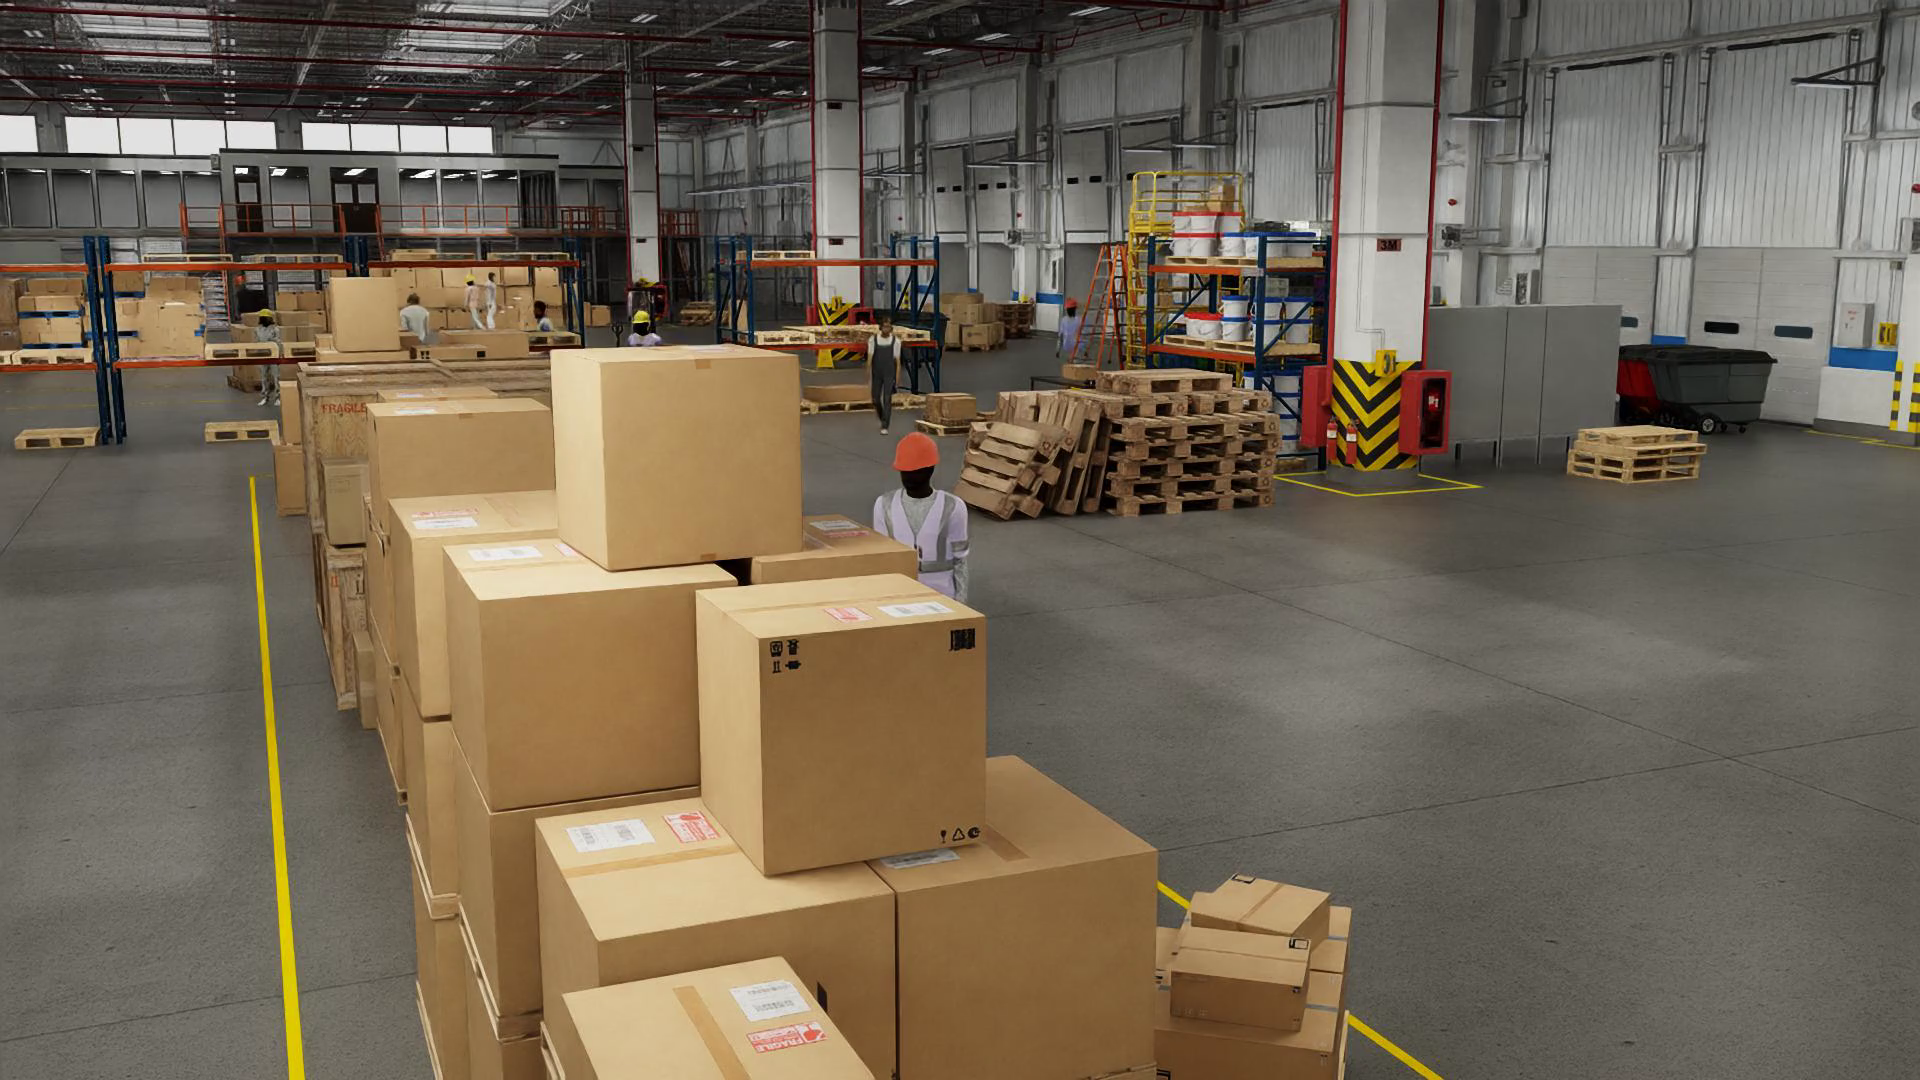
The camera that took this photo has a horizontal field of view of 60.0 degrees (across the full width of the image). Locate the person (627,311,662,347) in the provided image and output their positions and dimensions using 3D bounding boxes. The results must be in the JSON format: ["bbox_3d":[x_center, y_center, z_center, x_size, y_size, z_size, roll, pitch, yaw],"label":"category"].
[{"bbox_3d":[-4.706,-2.443,24.775,0.587,1.928,0.363,3,11,18],"label":"person"}]

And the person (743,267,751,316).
[{"bbox_3d":[-8.168,-9.582,64.094,0.354,1.939,0.545,-1,10,-5],"label":"person"}]

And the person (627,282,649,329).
[{"bbox_3d":[-8.748,-6.154,45.580,0.628,1.807,0.894,-4,11,-21],"label":"person"}]

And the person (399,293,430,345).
[{"bbox_3d":[-11.068,-4.035,33.679,0.645,1.882,1.019,-9,14,-40],"label":"person"}]

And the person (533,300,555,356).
[{"bbox_3d":[-7.411,-3.326,29.717,0.452,1.900,0.611,-2,10,-10],"label":"person"}]

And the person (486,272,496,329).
[{"bbox_3d":[-14.865,-7.530,52.785,0.351,1.936,0.635,-1,10,-6],"label":"person"}]

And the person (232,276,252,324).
[{"bbox_3d":[-19.658,-6.284,45.868,0.629,1.964,0.741,1,10,4],"label":"person"}]

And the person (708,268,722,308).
[{"bbox_3d":[-10.141,-10.351,68.732,0.652,1.789,0.948,5,11,24],"label":"person"}]

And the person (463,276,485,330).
[{"bbox_3d":[-14.732,-7.092,50.546,0.824,1.886,0.587,3,11,15],"label":"person"}]

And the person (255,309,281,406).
[{"bbox_3d":[-12.450,-3.285,29.922,0.487,1.746,0.287,1,10,5],"label":"person"}]

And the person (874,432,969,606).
[{"bbox_3d":[-0.230,0.354,9.343,0.549,1.933,0.373,2,10,10],"label":"person"}]

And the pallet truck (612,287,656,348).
[{"bbox_3d":[-6.464,-4.406,35.401,0.823,1.965,1.885,6,12,32],"label":"pallet truck"}]

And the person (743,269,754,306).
[{"bbox_3d":[-9.493,-11.461,74.392,0.630,1.953,0.774,-8,13,-38],"label":"person"}]

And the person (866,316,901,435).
[{"bbox_3d":[-1.173,-2.513,25.443,0.536,1.825,0.446,0,10,2],"label":"person"}]

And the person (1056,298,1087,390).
[{"bbox_3d":[2.059,-3.585,31.176,0.569,1.882,1.011,8,13,37],"label":"person"}]
